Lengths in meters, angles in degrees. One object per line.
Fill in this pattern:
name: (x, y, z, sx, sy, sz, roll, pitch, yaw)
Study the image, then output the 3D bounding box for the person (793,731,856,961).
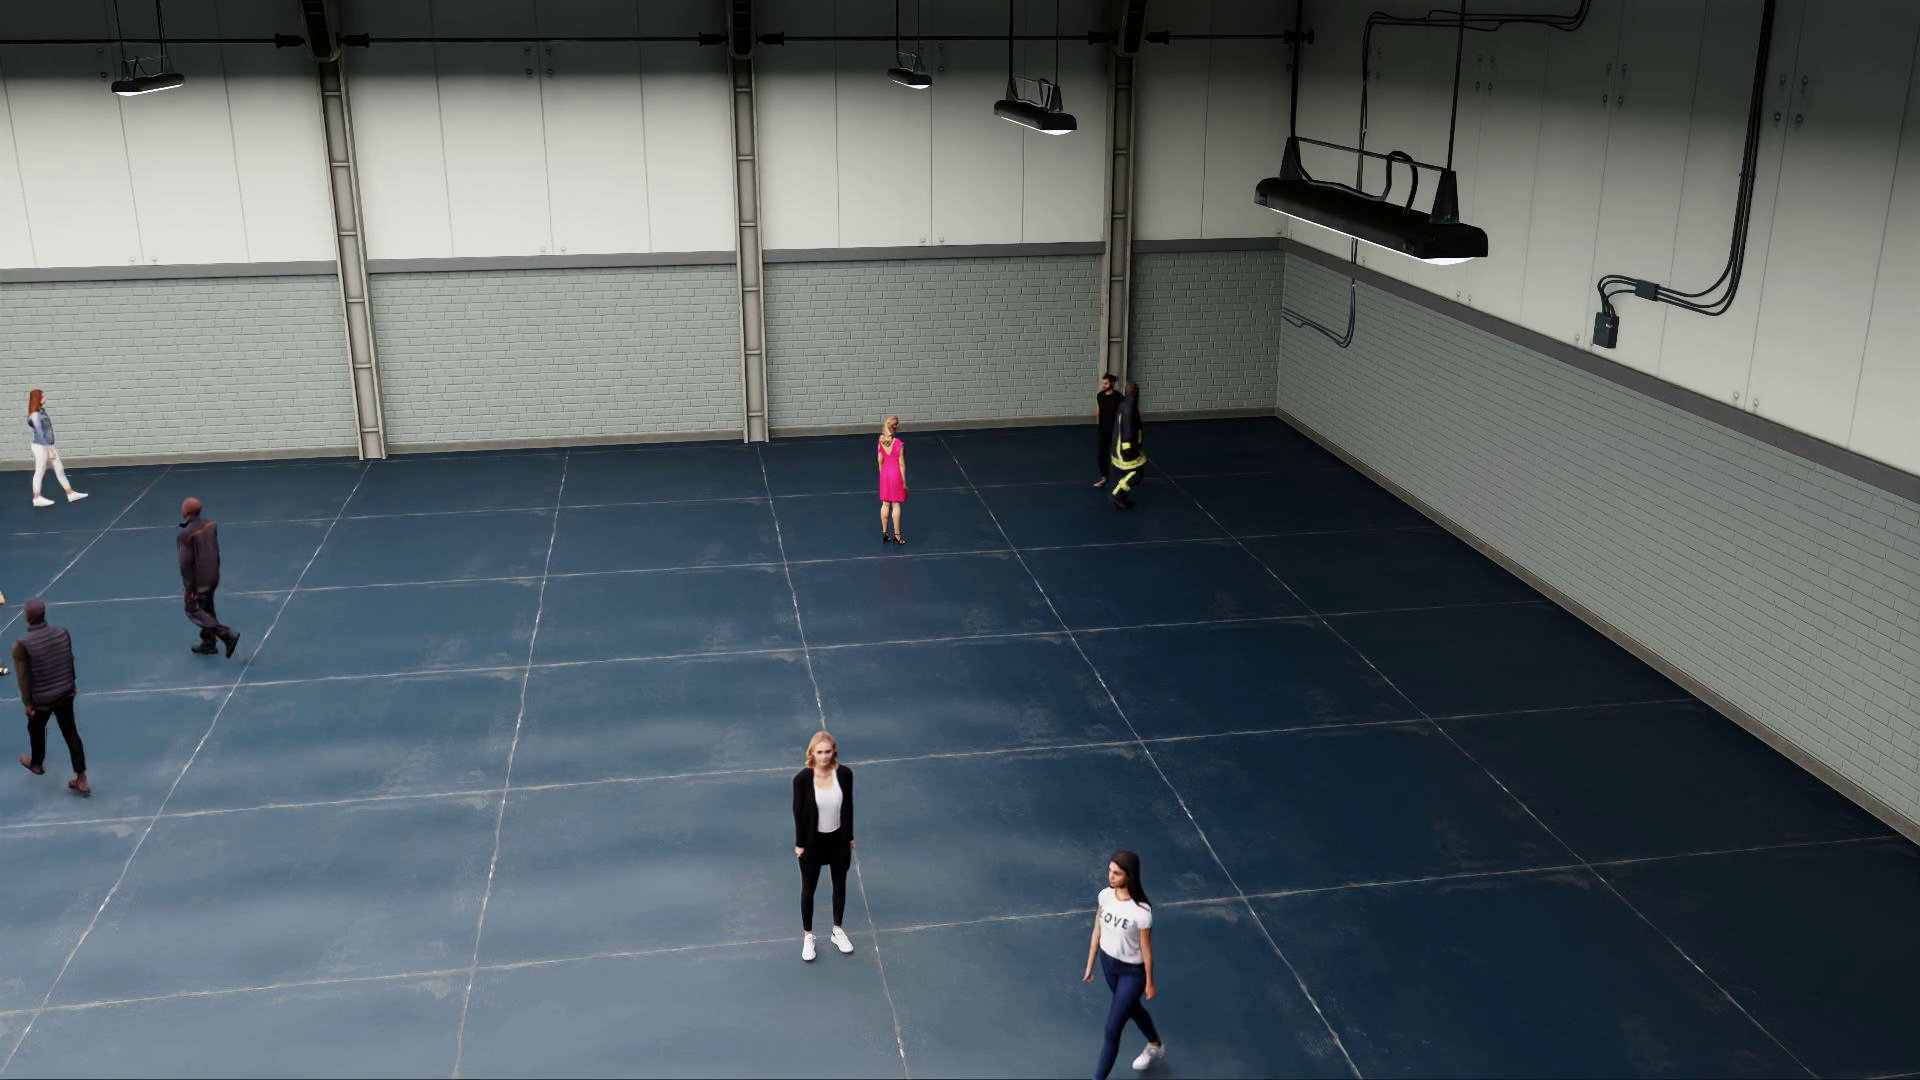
person: (-1.005, 2.253, 12.372, 0.494, 1.801, 0.696, -6, 19, -18)

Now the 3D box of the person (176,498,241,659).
person: (-8.128, 0.428, 17.973, 1.112, 1.803, 0.965, 6, 19, 17)

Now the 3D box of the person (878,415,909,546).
person: (-0.903, -0.794, 21.849, 0.664, 1.726, 0.723, 12, 22, 34)

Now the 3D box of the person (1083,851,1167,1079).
person: (1.131, 2.802, 10.811, 1.211, 1.723, 0.967, -13, 22, -35)

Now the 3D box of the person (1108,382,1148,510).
person: (2.257, -1.316, 23.334, 0.813, 1.799, 0.783, 0, 18, -1)

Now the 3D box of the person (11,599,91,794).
person: (-8.096, 1.436, 14.904, 1.260, 1.787, 1.186, 11, 21, 31)

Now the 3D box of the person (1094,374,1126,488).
person: (2.248, -1.589, 24.288, 0.911, 1.726, 0.973, 12, 21, 32)

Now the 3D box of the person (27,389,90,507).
person: (-12.996, -1.270, 23.395, 0.948, 1.674, 0.672, -5, 19, -14)
